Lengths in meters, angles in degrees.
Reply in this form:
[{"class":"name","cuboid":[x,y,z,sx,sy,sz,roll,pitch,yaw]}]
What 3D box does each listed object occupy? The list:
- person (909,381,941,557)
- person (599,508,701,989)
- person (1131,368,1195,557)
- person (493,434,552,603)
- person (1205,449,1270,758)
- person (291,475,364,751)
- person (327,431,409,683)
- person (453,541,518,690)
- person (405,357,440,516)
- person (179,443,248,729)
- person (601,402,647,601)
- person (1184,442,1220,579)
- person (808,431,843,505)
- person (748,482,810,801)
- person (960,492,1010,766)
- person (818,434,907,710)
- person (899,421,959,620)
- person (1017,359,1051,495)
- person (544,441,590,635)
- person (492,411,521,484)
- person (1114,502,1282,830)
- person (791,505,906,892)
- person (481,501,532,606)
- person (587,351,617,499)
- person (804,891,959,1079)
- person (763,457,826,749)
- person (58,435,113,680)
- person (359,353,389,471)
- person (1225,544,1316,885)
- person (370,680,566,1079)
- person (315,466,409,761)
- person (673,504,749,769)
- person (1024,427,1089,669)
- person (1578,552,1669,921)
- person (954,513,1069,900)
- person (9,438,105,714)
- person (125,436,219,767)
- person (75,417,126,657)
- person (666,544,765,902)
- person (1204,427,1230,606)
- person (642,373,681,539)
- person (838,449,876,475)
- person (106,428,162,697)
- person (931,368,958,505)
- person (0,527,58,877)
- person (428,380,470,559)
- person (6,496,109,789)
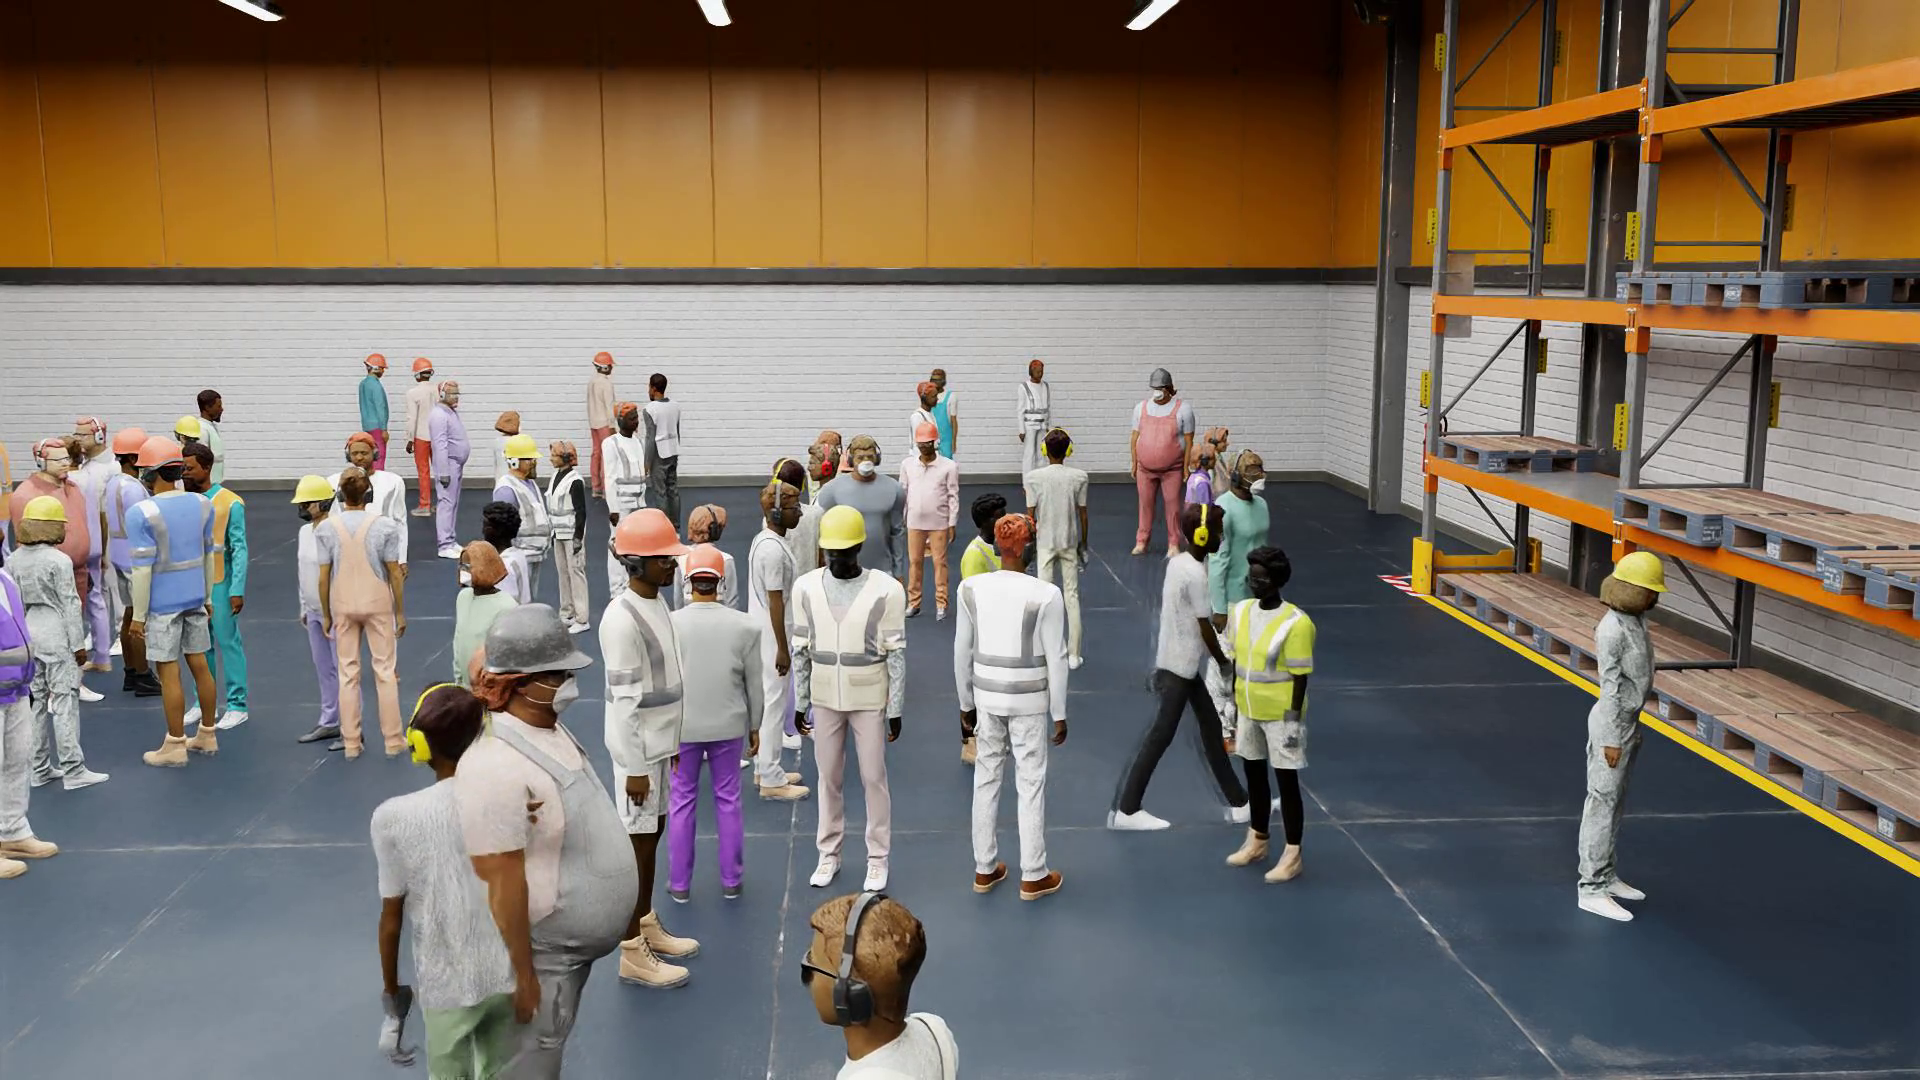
[{"class":"person","cuboid":[-0.379,-0.771,17.990,0.337,1.882,0.583,2,9,12]},{"class":"person","cuboid":[-1.323,0.877,7.141,0.377,2.045,0.605,0,9,2]},{"class":"person","cuboid":[2.145,-0.830,17.868,0.689,2.000,0.537,4,10,21]},{"class":"person","cuboid":[-3.306,0.108,12.630,0.404,1.830,0.602,0,9,2]},{"class":"person","cuboid":[1.771,0.388,10.541,0.355,1.938,0.637,7,11,36]},{"class":"person","cuboid":[-4.055,0.462,10.616,0.527,1.768,0.331,7,11,38]},{"class":"person","cuboid":[-4.368,0.141,12.269,0.576,1.882,0.362,-3,9,-17]},{"class":"person","cuboid":[-2.521,0.809,8.851,0.498,1.634,0.278,7,11,36]},{"class":"person","cuboid":[-6.719,-1.298,20.955,0.377,1.995,0.612,6,11,31]},{"class":"person","cuboid":[-5.031,0.302,11.148,0.593,1.919,0.388,3,9,18]},{"class":"person","cuboid":[-3.027,-0.315,15.128,0.354,1.883,0.572,3,10,19]},{"class":"person","cuboid":[2.013,0.002,13.891,0.307,1.644,0.512,0,9,-2]},{"class":"person","cuboid":[-1.209,-0.185,15.132,0.279,1.628,0.504,5,10,30]},{"class":"person","cuboid":[-1.061,0.579,9.635,0.328,1.844,0.513,-2,9,-12]},{"class":"person","cuboid":[0.164,0.546,10.308,0.318,1.695,0.540,3,9,17]},{"class":"person","cuboid":[-0.666,0.230,11.534,0.628,1.939,0.375,-3,10,-19]},{"class":"person","cuboid":[-0.287,-0.168,14.612,0.563,1.751,0.330,2,9,14]},{"class":"person","cuboid":[1.034,-1.540,22.850,0.585,1.879,0.367,-8,12,-41]},{"class":"person","cuboid":[-3.323,-0.025,14.073,0.306,1.639,0.524,-7,12,-38]},{"class":"person","cuboid":[-4.641,-0.517,17.182,0.283,1.633,0.498,-8,12,-42]},{"class":"person","cuboid":[1.284,0.697,8.996,0.953,1.810,0.491,0,9,3]},{"class":"person","cuboid":[-0.554,0.776,8.175,0.586,1.920,0.397,2,9,15]},{"class":"person","cuboid":[-2.697,0.609,9.908,0.316,1.695,0.542,-1,9,-8]},{"class":"person","cuboid":[-4.840,-1.562,22.609,0.392,1.995,0.612,-7,12,-39]},{"class":"person","cuboid":[-0.173,1.586,3.313,0.345,1.846,0.507,3,9,16]},{"class":"person","cuboid":[-1.071,0.402,10.663,0.327,1.874,0.518,9,13,44]},{"class":"person","cuboid":[-6.623,0.131,12.490,0.345,1.836,0.518,3,10,20]},{"class":"person","cuboid":[-7.795,-1.498,22.237,0.393,1.985,0.611,-8,12,-42]},{"class":"person","cuboid":[1.550,0.860,8.355,0.320,1.694,0.538,-6,11,-35]},{"class":"person","cuboid":[-1.411,1.345,4.859,0.545,1.837,0.623,-6,11,-35]},{"class":"person","cuboid":[-3.724,0.461,10.374,0.505,1.847,0.349,-1,9,-7]},{"class":"person","cuboid":[-1.535,0.598,10.158,0.523,1.639,0.306,7,11,38]},{"class":"person","cuboid":[0.732,0.067,12.770,0.514,1.872,0.332,0,9,-3]},{"class":"person","cuboid":[3.154,0.911,7.894,0.308,1.736,0.484,6,11,33]},{"class":"person","cuboid":[0.254,0.805,8.096,0.582,1.882,0.338,5,10,27]},{"class":"person","cuboid":[-6.254,0.240,11.571,0.401,1.907,0.648,1,9,6]},{"class":"person","cuboid":[-4.874,0.379,10.272,0.378,2.044,0.607,4,10,21]},{"class":"person","cuboid":[-6.867,-0.028,13.253,0.640,1.910,0.407,4,10,24]},{"class":"person","cuboid":[-1.232,0.884,8.063,0.573,1.738,0.352,-3,9,-17]},{"class":"person","cuboid":[2.330,-0.222,15.300,0.310,1.642,0.514,3,9,17]},{"class":"person","cuboid":[-3.384,-0.933,18.899,0.393,1.919,0.589,4,10,26]},{"class":"person","cuboid":[-0.756,0.193,12.341,0.333,1.753,0.562,0,9,-2]},{"class":"person","cuboid":[-5.909,0.159,11.982,0.357,1.937,0.550,-8,12,-41]},{"class":"person","cuboid":[-0.262,-1.284,21.341,0.511,1.844,0.338,4,10,24]},{"class":"person","cuboid":[-4.903,0.788,8.392,0.429,1.829,0.641,0,9,-3]},{"class":"person","cuboid":[-5.460,-0.760,17.861,0.403,1.903,0.652,-1,9,-6]},{"class":"person","cuboid":[-5.352,0.604,9.820,0.484,1.736,0.305,3,10,18]}]
